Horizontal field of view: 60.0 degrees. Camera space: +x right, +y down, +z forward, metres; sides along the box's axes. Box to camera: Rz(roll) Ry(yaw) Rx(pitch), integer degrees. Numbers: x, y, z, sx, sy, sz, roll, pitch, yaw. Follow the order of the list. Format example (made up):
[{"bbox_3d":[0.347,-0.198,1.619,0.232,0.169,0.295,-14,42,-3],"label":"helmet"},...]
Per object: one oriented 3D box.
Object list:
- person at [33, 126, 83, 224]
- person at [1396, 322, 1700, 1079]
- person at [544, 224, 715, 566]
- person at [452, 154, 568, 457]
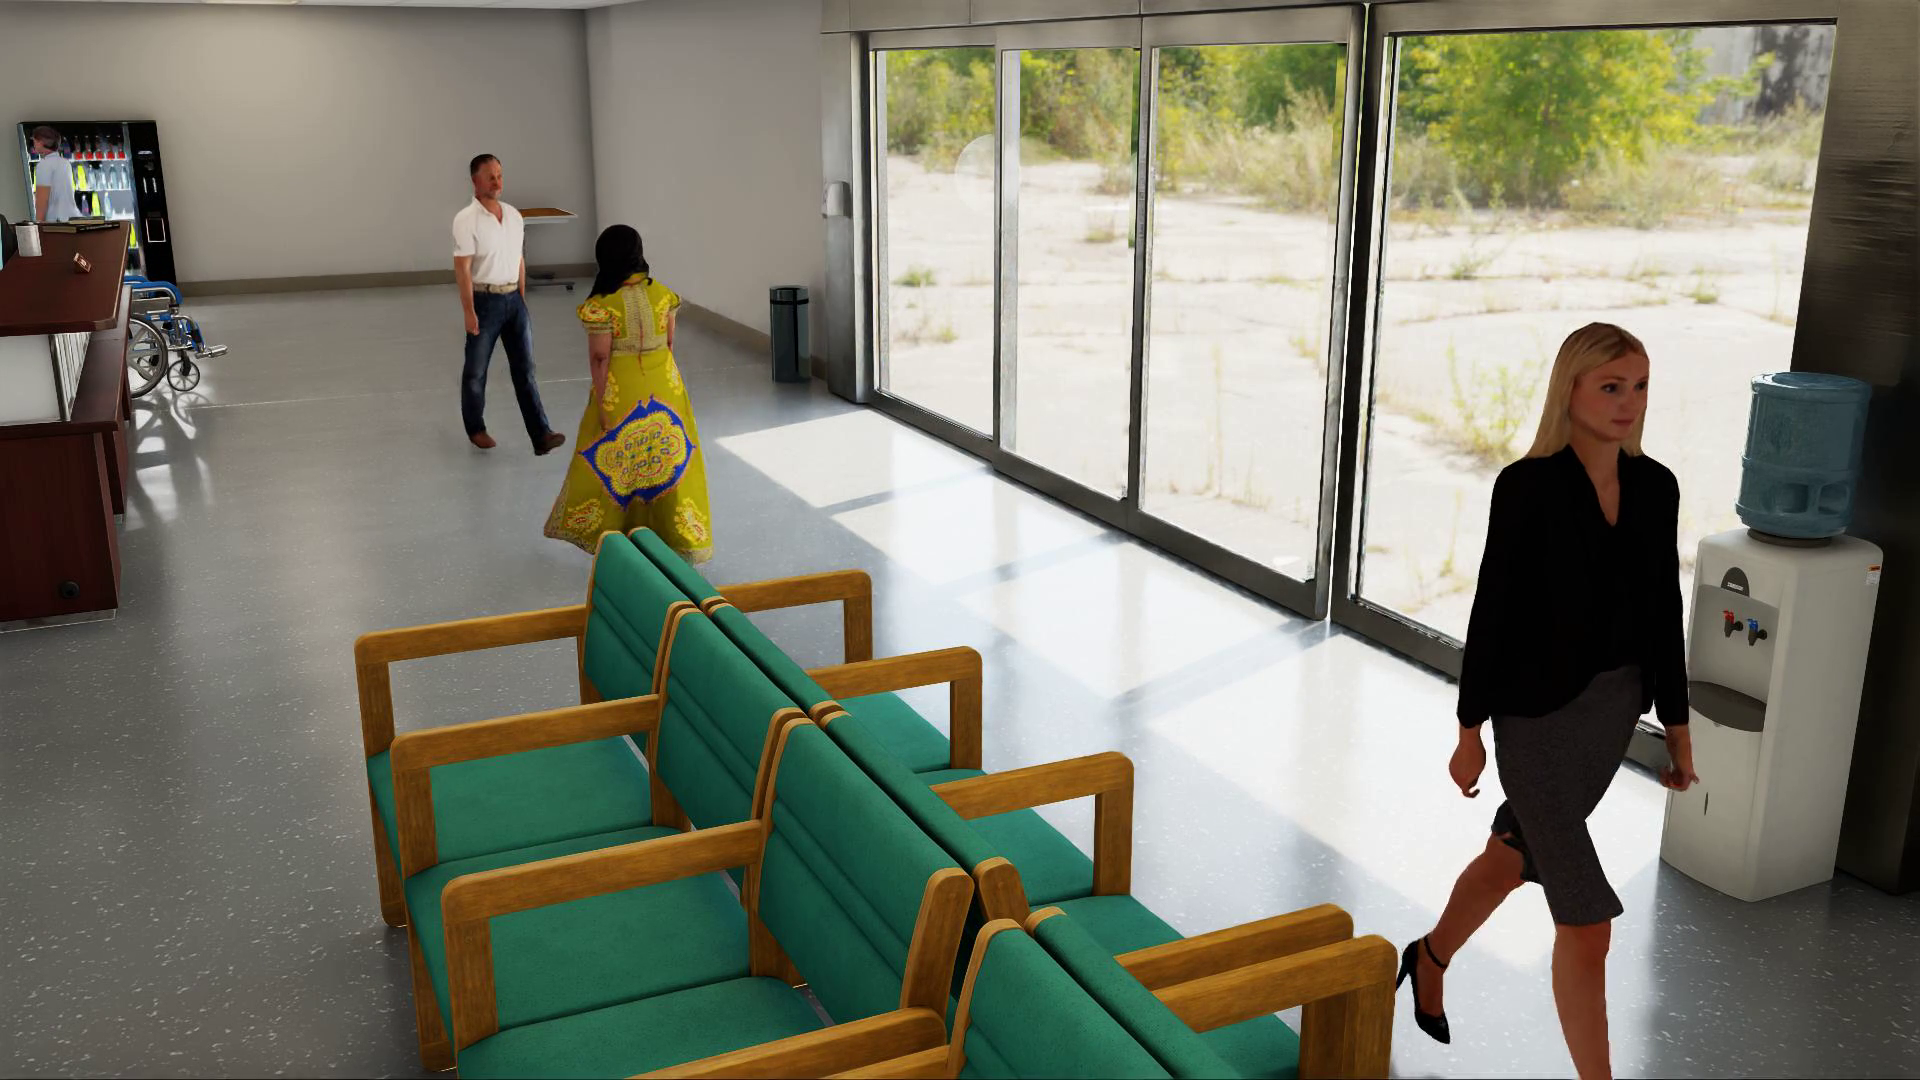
[{"bbox_3d":[-8.423,-2.986,15.767,0.865,1.819,0.786,-1,16,-3],"label":"person"},{"bbox_3d":[1.241,0.451,3.624,1.079,1.794,0.714,-6,17,-20],"label":"person"},{"bbox_3d":[-1.445,-0.599,7.658,1.129,1.626,0.977,-11,19,-34],"label":"person"},{"bbox_3d":[-2.919,-1.409,10.196,1.051,1.807,1.258,15,21,42],"label":"person"}]
